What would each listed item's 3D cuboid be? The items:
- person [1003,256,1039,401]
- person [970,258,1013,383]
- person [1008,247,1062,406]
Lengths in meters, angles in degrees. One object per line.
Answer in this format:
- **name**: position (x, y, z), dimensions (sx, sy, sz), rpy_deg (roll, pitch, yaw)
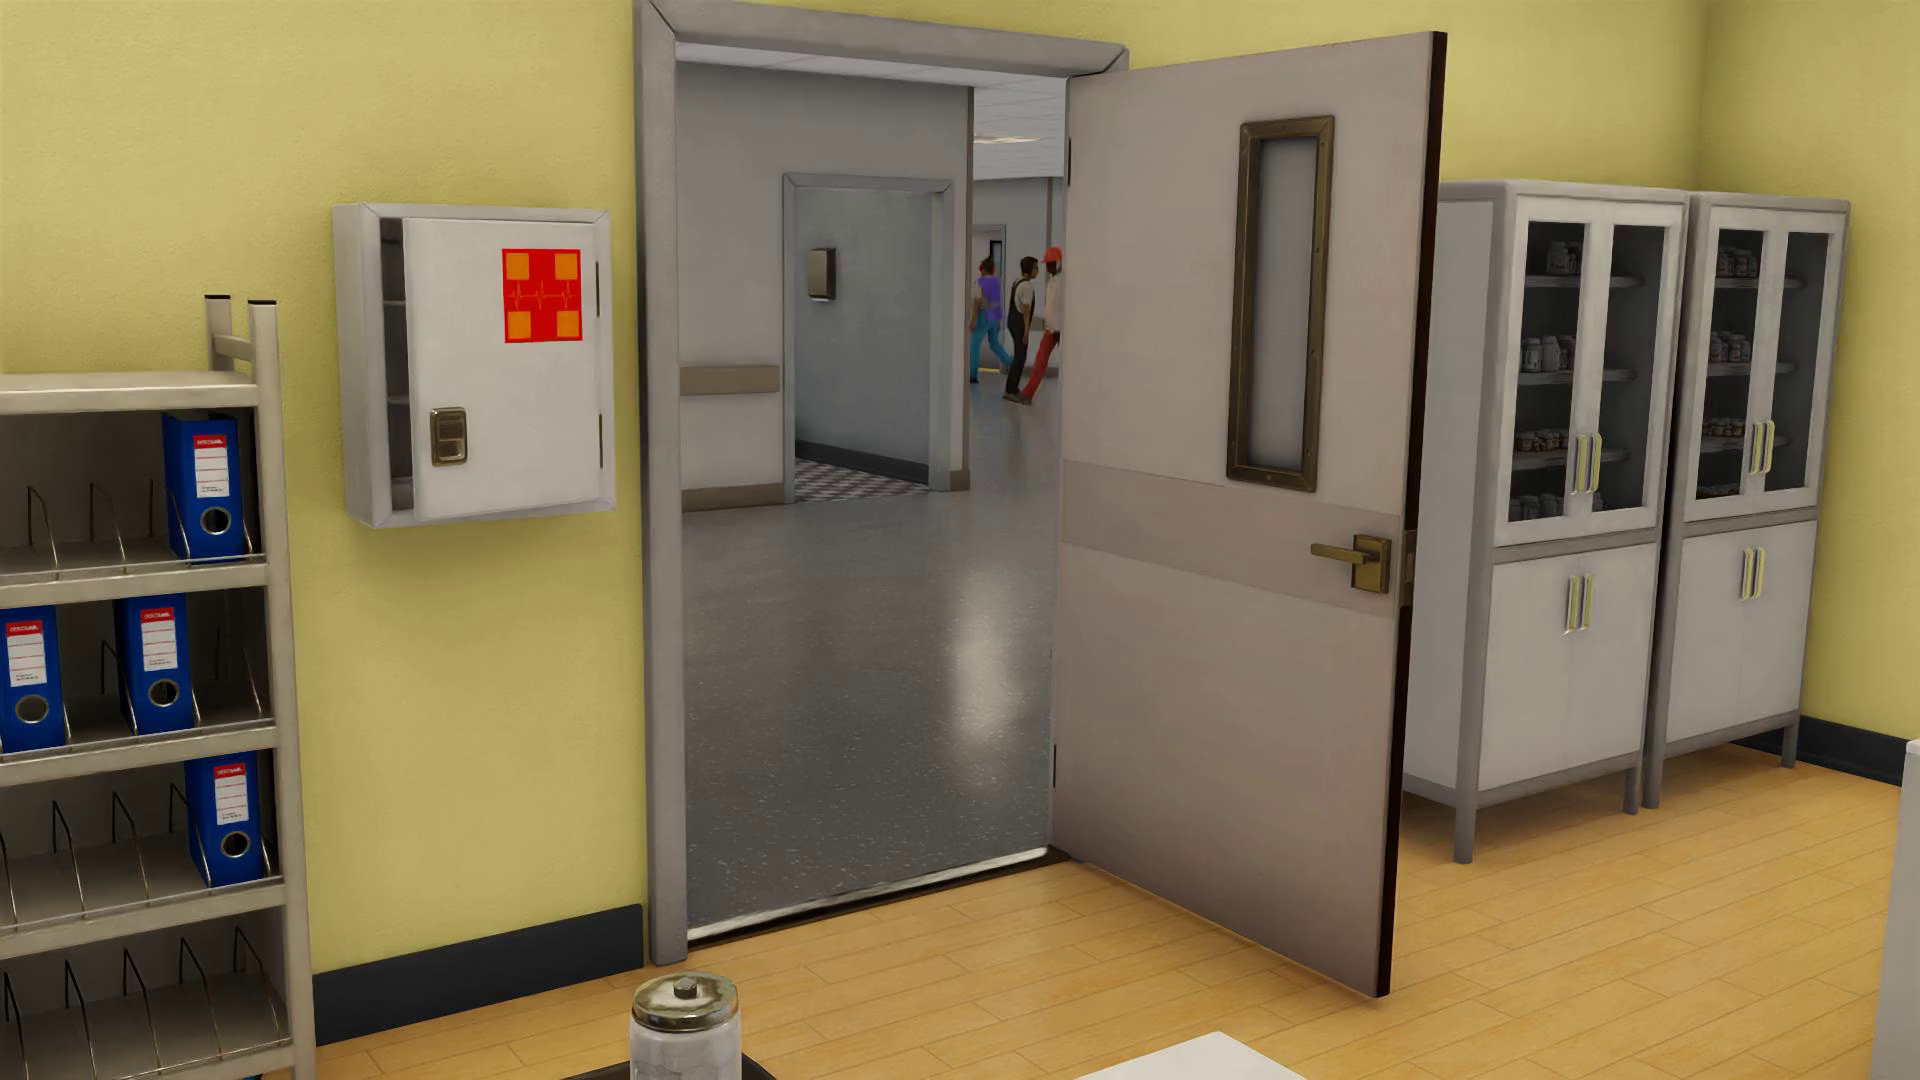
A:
- **person**: position (0.785, -2.648, 20.940), dimensions (0.411, 1.823, 0.528), rpy_deg (-2, 10, -16)
- **person**: position (0.432, -3.144, 23.911), dimensions (0.819, 1.810, 0.618), rpy_deg (7, 11, 31)
- **person**: position (1.150, -2.563, 20.118), dimensions (1.041, 1.931, 0.627), rpy_deg (-3, 10, -21)
